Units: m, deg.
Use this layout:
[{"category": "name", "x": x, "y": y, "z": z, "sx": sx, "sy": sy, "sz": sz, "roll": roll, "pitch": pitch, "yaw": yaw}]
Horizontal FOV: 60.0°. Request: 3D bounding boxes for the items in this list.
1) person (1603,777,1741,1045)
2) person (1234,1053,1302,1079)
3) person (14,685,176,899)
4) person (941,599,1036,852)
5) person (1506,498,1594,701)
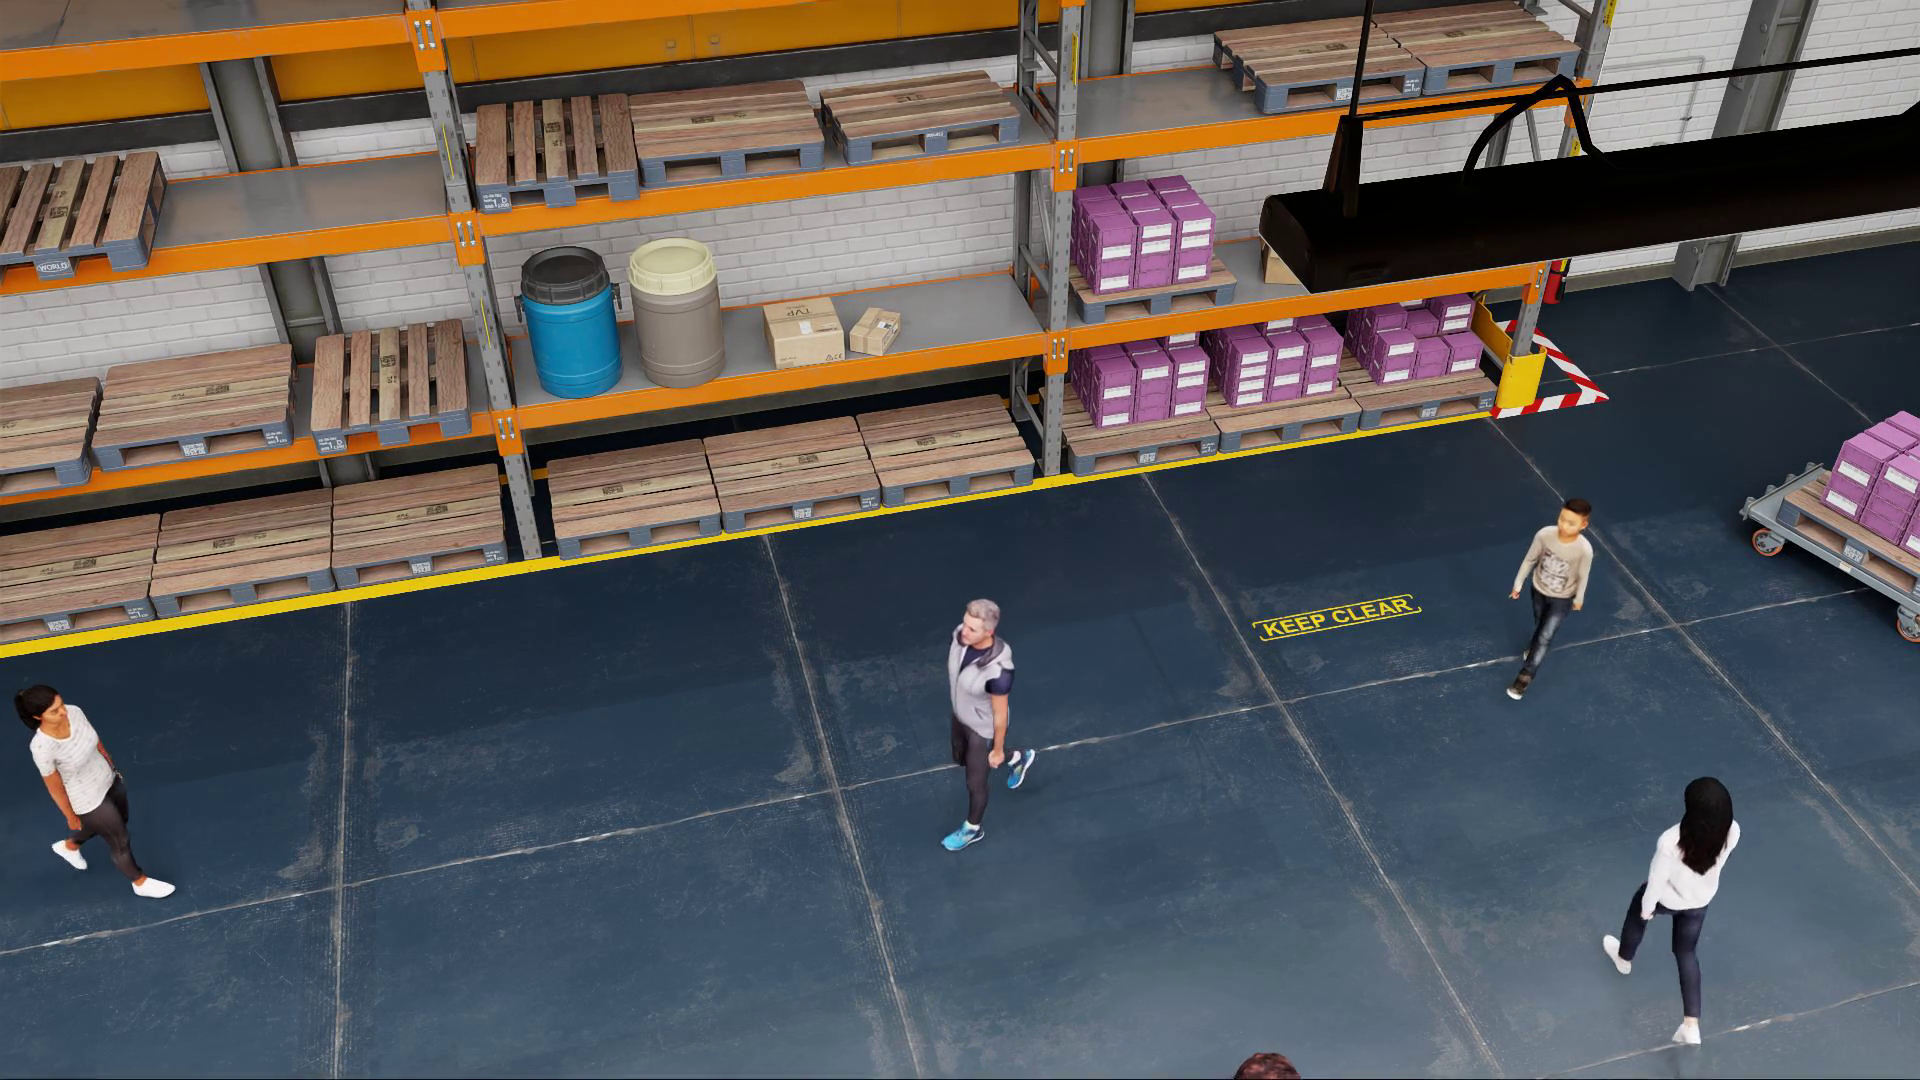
[{"category": "person", "x": 3.778, "y": 1.927, "z": 8.655, "sx": 1.048, "sy": 1.671, "sz": 0.774, "roll": -4, "pitch": 39, "yaw": -5}, {"category": "person", "x": 1.249, "y": 2.886, "z": 7.362, "sx": 0.683, "sy": 1.786, "sz": 0.657, "roll": 1, "pitch": 39, "yaw": 1}, {"category": "person", "x": -4.963, "y": 1.407, "z": 9.338, "sx": 0.982, "sy": 1.631, "sz": 0.739, "roll": 2, "pitch": 39, "yaw": 2}, {"category": "person", "x": 0.182, "y": 1.029, "z": 9.667, "sx": 1.091, "sy": 1.811, "sz": 0.896, "roll": -23, "pitch": 44, "yaw": -26}, {"category": "person", "x": 3.909, "y": 0.299, "z": 10.886, "sx": 0.898, "sy": 1.430, "sz": 1.058, "roll": 29, "pitch": 47, "yaw": 31}]
